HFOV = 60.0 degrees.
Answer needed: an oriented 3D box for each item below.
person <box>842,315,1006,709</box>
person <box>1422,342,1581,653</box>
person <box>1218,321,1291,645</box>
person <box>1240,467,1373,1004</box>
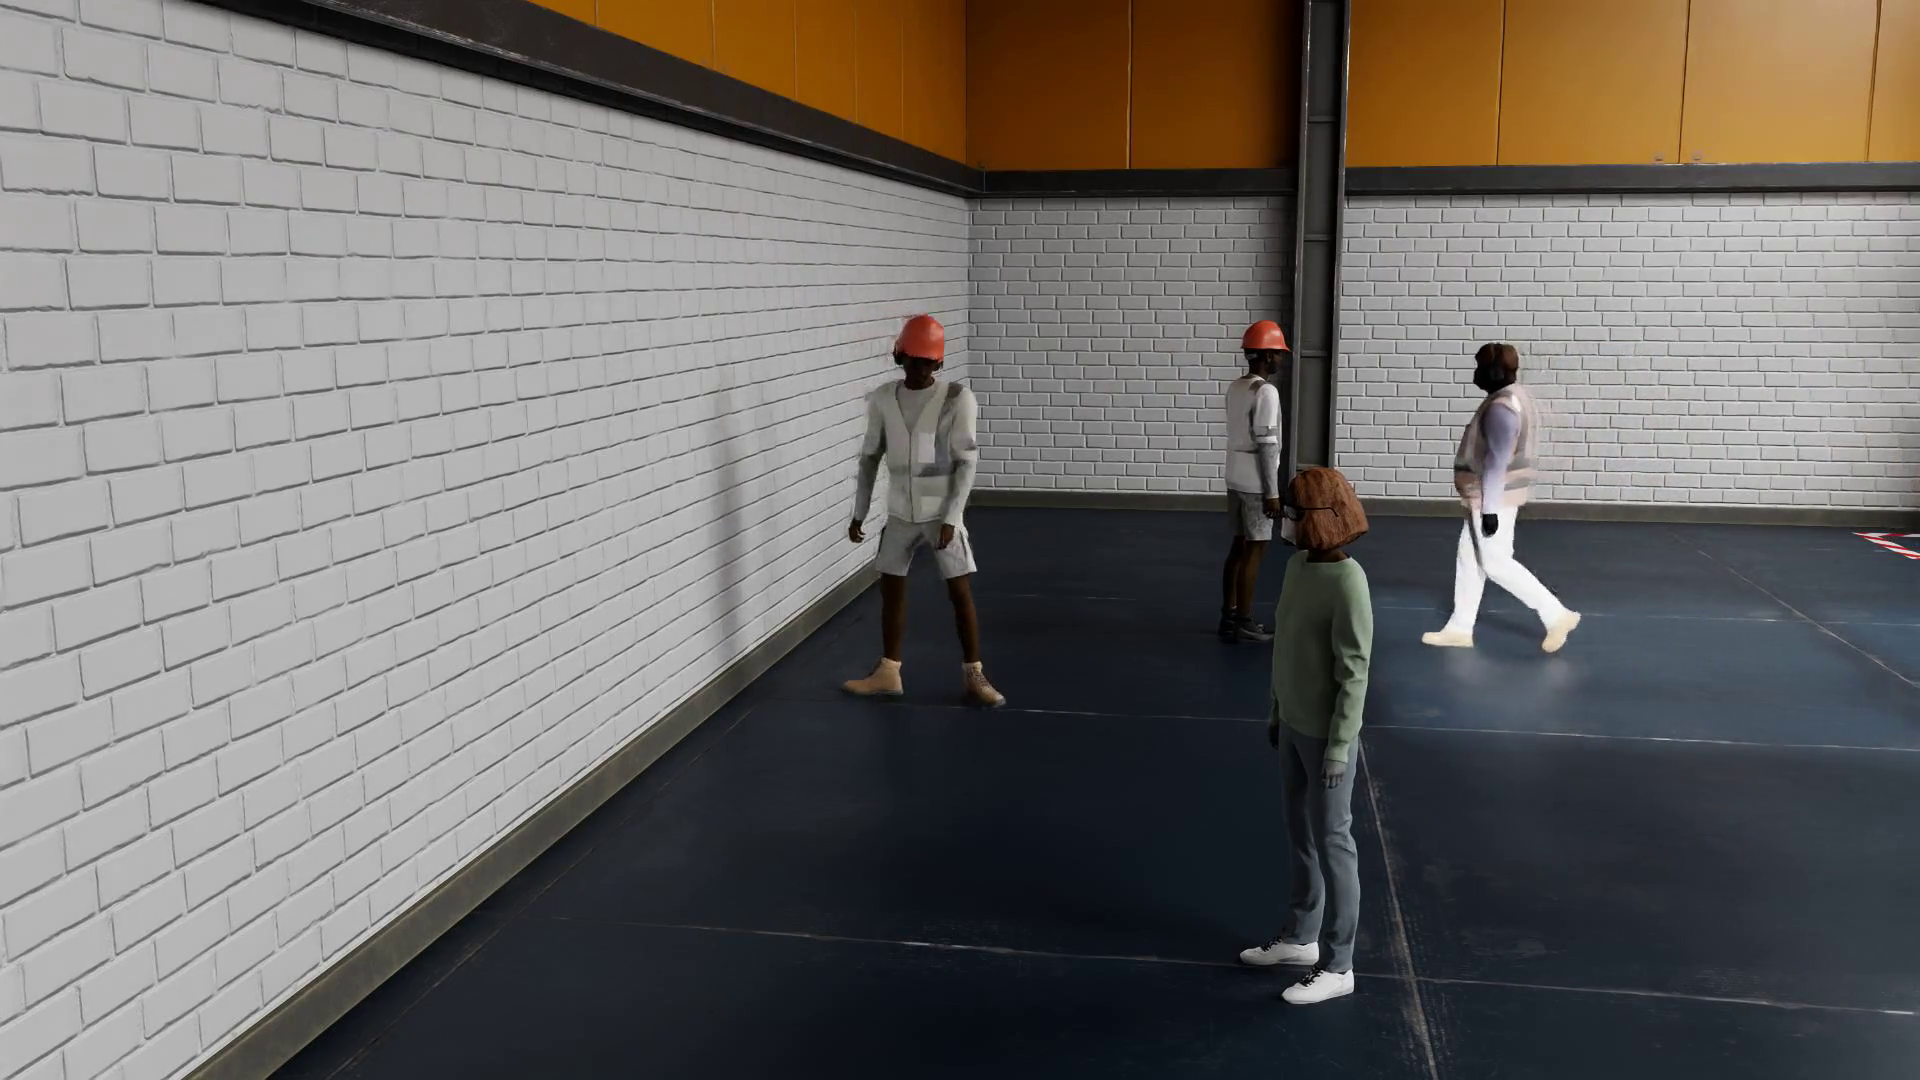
[{"bbox_3d":[-0.223,-0.133,8.476,0.908,2.005,0.438,4,10,25],"label":"person"},{"bbox_3d":[3.170,-0.232,9.626,0.836,1.817,0.642,4,10,22],"label":"person"},{"bbox_3d":[1.780,-0.342,9.966,0.390,1.930,0.544,-2,9,-12],"label":"person"},{"bbox_3d":[1.078,0.588,5.097,0.284,1.633,0.500,-2,9,-13],"label":"person"}]
